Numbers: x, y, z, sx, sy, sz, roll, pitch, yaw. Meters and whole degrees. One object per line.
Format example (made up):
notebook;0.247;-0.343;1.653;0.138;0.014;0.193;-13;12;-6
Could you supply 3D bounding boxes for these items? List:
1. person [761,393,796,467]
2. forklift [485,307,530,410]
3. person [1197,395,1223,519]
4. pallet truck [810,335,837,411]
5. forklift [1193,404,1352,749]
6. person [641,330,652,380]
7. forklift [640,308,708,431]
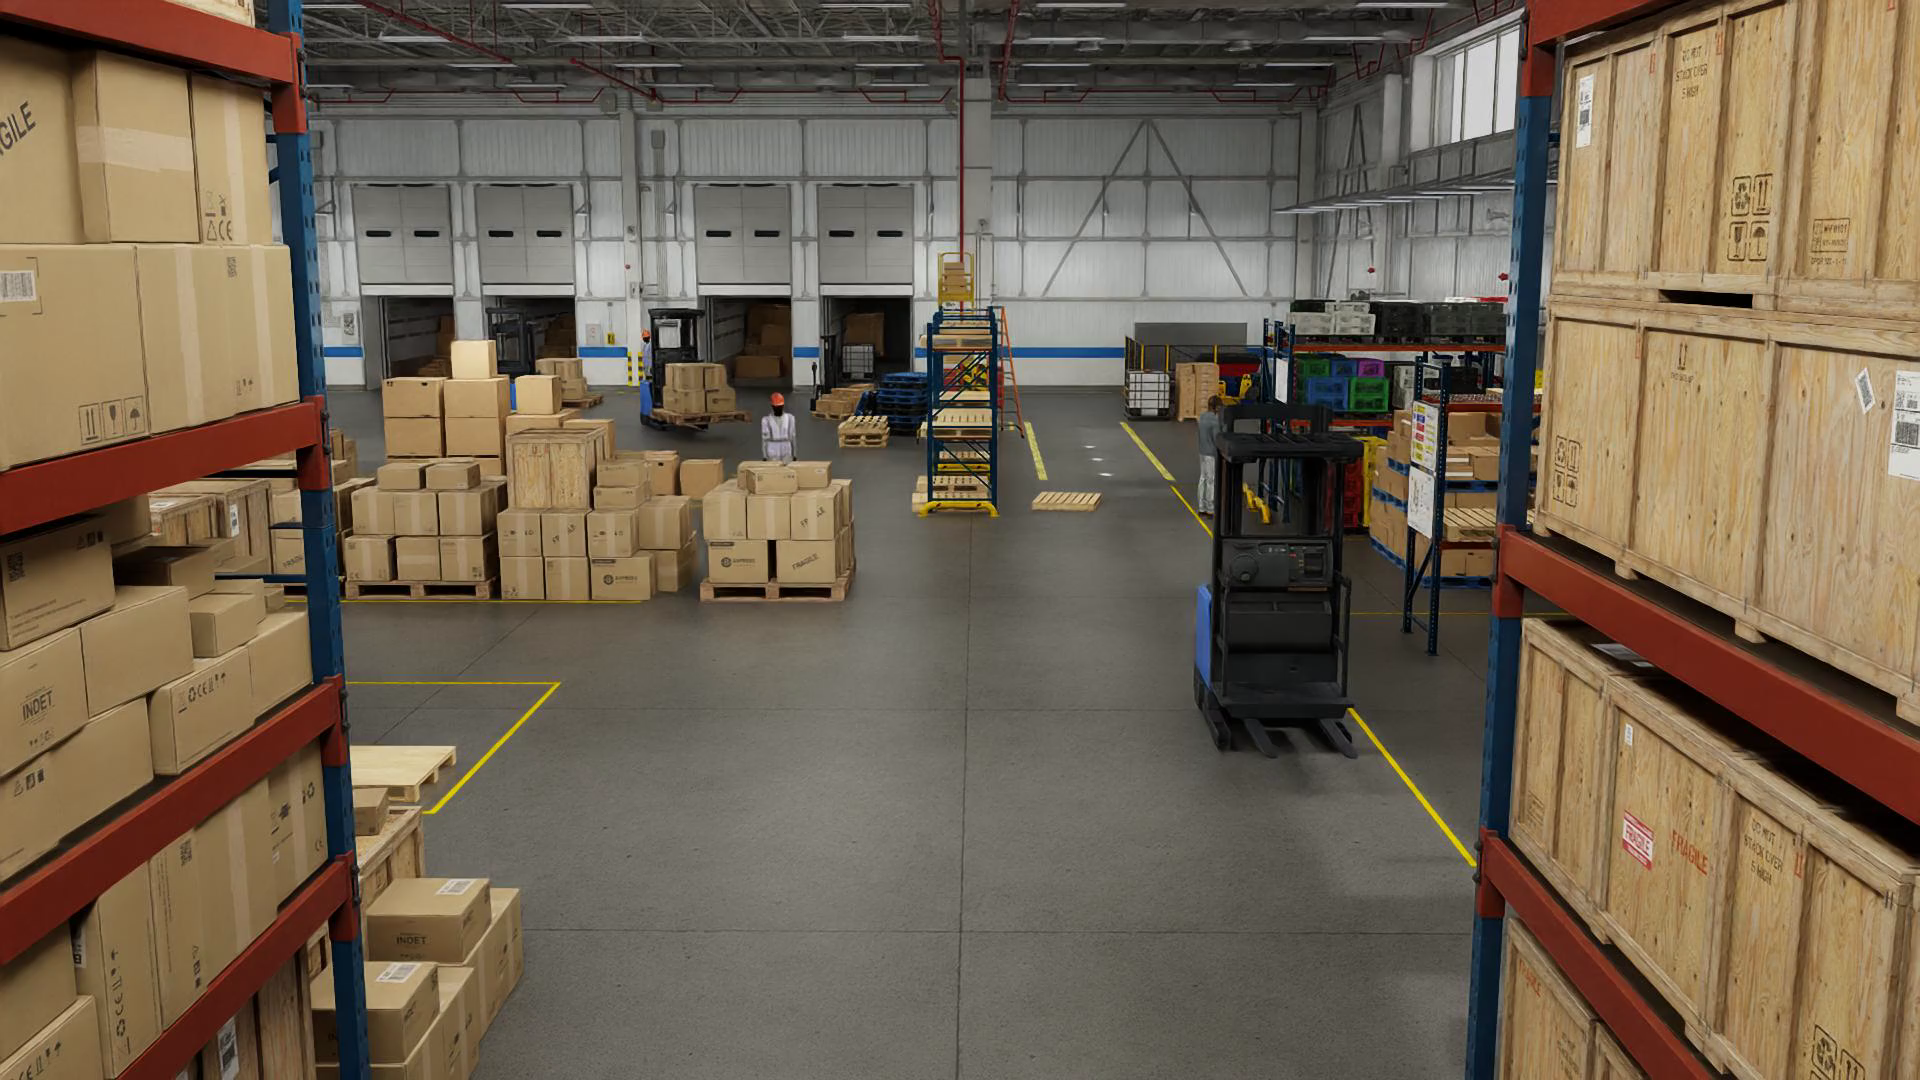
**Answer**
person;-2.873;-1.384;26.453;0.564;1.917;0.410;-3;10;-16
forklift;-10.754;-4.150;39.646;1.129;2.768;1.873;0;10;1
person;3.906;-1.289;25.870;0.373;1.936;0.627;-3;10;-17
pallet truck;-3.021;-4.312;43.126;1.885;1.965;0.823;3;10;17
forklift;2.695;0.215;14.459;1.129;2.768;1.873;0;10;1
person;-8.835;-4.965;47.098;0.389;1.930;0.544;-7;12;-36
forklift;-6.777;-4.030;38.951;1.129;2.768;1.873;-5;11;-27
